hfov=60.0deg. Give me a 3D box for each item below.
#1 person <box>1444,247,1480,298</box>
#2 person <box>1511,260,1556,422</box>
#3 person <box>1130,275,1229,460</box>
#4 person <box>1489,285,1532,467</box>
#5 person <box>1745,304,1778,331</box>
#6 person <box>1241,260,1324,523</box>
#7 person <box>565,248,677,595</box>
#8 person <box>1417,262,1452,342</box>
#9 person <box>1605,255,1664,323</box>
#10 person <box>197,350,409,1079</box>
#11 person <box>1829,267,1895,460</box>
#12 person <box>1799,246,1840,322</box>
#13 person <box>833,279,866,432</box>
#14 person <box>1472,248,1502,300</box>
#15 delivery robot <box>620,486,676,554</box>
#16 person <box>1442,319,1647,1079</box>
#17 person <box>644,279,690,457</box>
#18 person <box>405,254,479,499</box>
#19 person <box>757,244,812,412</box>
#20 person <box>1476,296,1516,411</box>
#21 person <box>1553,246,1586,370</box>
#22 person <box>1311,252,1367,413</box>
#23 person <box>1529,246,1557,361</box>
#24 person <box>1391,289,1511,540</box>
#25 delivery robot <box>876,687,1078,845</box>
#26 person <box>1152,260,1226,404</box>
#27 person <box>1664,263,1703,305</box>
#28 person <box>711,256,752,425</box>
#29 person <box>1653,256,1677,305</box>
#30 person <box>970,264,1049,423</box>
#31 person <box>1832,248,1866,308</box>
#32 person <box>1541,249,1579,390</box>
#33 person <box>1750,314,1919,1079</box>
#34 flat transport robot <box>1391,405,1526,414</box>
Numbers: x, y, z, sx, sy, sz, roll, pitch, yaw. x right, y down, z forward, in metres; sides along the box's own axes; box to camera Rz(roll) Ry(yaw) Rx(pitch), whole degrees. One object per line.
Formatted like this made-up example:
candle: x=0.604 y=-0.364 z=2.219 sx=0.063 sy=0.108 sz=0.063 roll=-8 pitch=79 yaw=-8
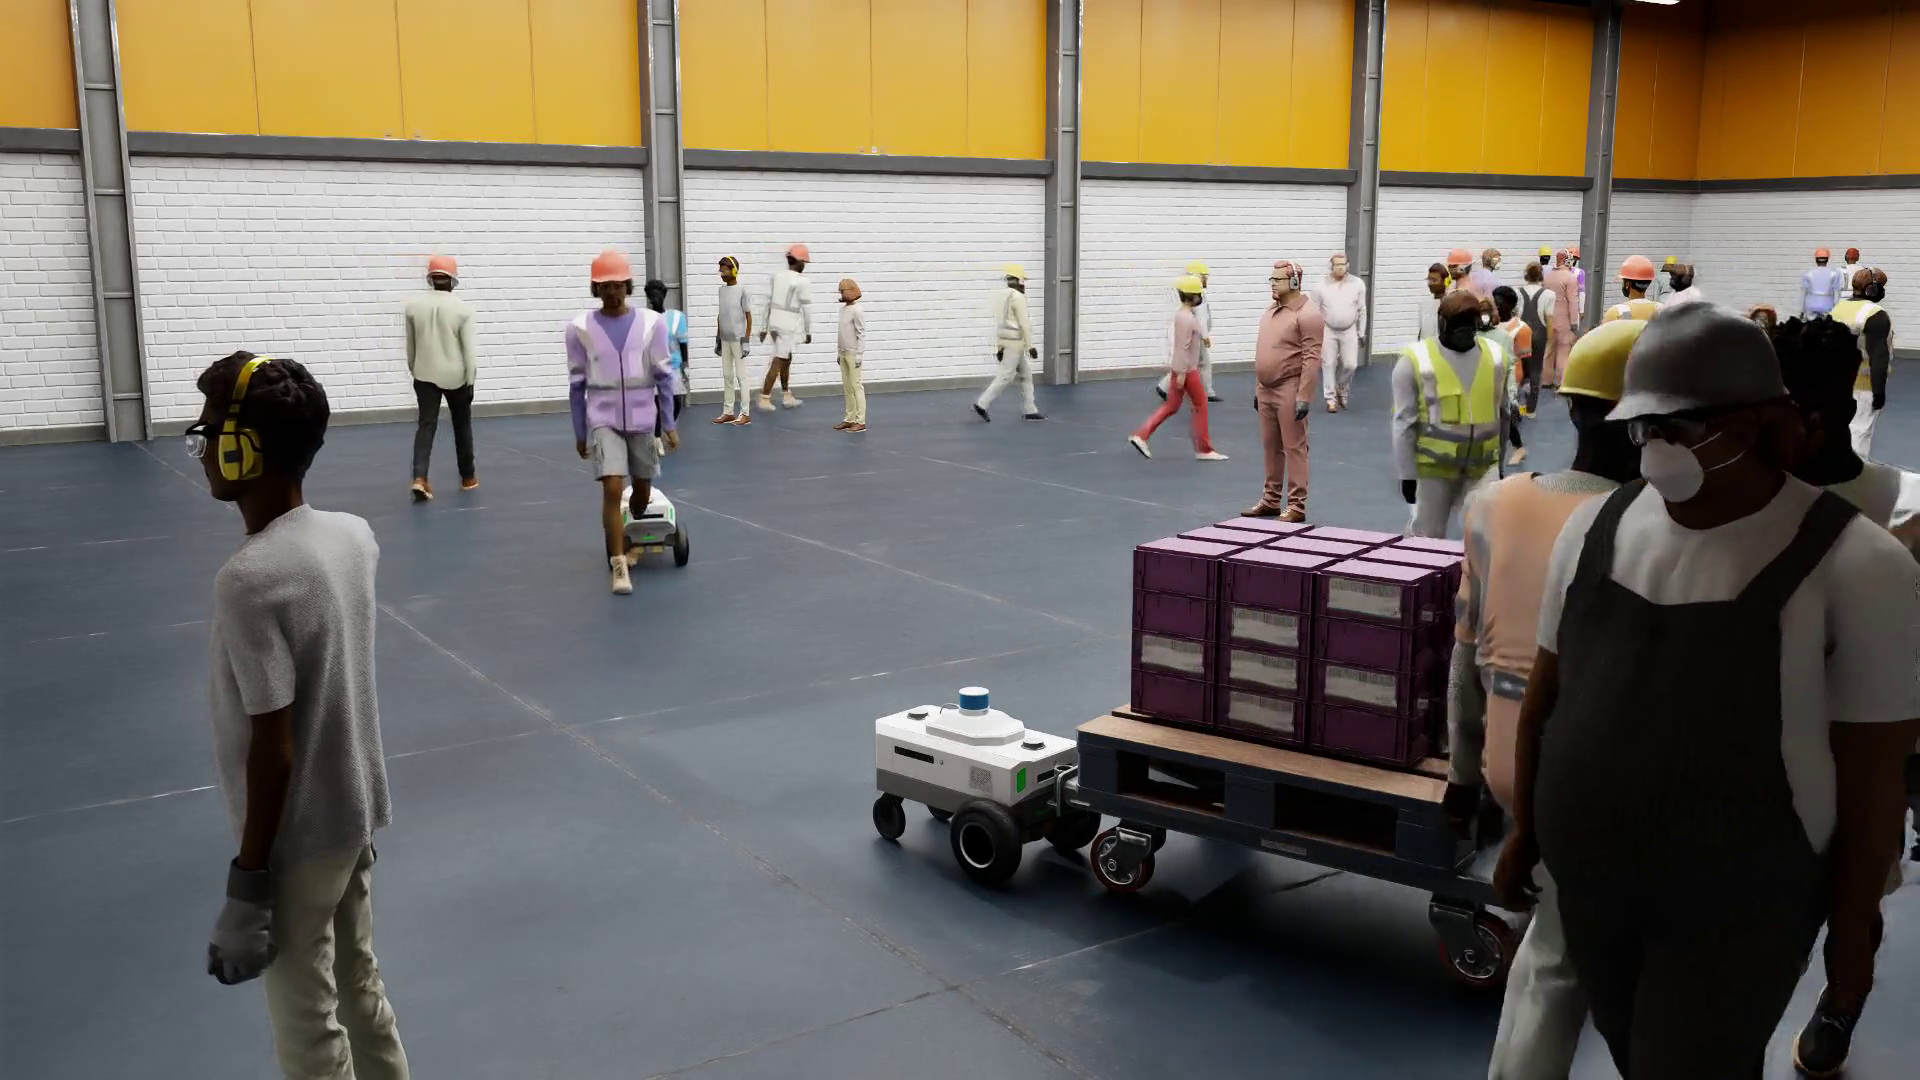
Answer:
person: x=4.824 y=-1.894 z=16.449 sx=0.913 sy=1.957 sz=0.634 roll=3 pitch=11 yaw=18
person: x=6.392 y=-2.226 z=18.702 sx=0.515 sy=1.822 sz=0.843 roll=5 pitch=11 yaw=24
person: x=2.047 y=-1.597 z=15.472 sx=0.860 sy=1.734 sz=0.522 roll=0 pitch=10 yaw=-1
person: x=4.870 y=-1.446 z=14.851 sx=0.837 sy=1.653 sz=0.521 roll=-5 pitch=12 yaw=-27
person: x=5.698 y=-0.890 z=11.937 sx=0.523 sy=1.614 sz=0.732 roll=3 pitch=11 yaw=17
person: x=2.347 y=-1.076 z=12.139 sx=0.408 sy=1.909 sz=0.642 roll=-5 pitch=11 yaw=-26
person: x=-2.031 y=-0.728 z=9.951 sx=0.617 sy=2.017 sz=0.884 roll=-3 pitch=11 yaw=-17
person: x=4.396 y=-1.604 z=15.196 sx=0.698 sy=1.853 sz=0.520 roll=-7 pitch=13 yaw=-34
person: x=5.019 y=-1.154 z=12.471 sx=0.545 sy=1.942 sz=0.354 roll=-3 pitch=11 yaw=-18
person: x=-1.257 y=0.583 z=3.144 sx=0.328 sy=1.873 sz=0.520 roll=1 pitch=10 yaw=3
person: x=7.017 y=-1.197 z=12.980 sx=0.429 sy=1.843 sz=0.633 roll=-1 pitch=10 yaw=-7
person: x=13.662 y=-3.697 z=26.458 sx=0.578 sy=1.923 sz=0.403 roll=5 pitch=12 yaw=27
person: x=-1.178 y=-1.971 z=17.791 sx=0.267 sy=1.632 sz=0.509 roll=-6 pitch=12 yaw=-29
person: x=6.655 y=-2.729 z=21.122 sx=0.376 sy=1.937 sz=0.629 roll=0 pitch=10 yaw=-2
delivery robot: x=-2.036 y=-0.177 z=10.659 sx=0.477 sy=0.478 sz=0.707 roll=-3 pitch=11 yaw=-17
person: x=1.315 y=0.499 z=3.487 sx=0.489 sy=1.906 sz=0.602 roll=-5 pitch=11 yaw=-25
person: x=-2.861 y=-1.644 z=15.850 sx=0.551 sy=1.681 sz=0.477 roll=-3 pitch=11 yaw=-14
person: x=-4.162 y=-1.307 z=13.320 sx=0.622 sy=1.955 sz=1.025 roll=0 pitch=10 yaw=1
person: x=-2.051 y=-2.512 z=19.804 sx=0.609 sy=1.971 sz=0.965 roll=10 pitch=14 yaw=43
person: x=4.220 y=-1.167 z=13.467 sx=0.526 sy=1.589 sz=0.818 roll=2 pitch=11 yaw=12
person: x=9.482 y=-3.605 z=25.948 sx=0.543 sy=1.928 sz=0.373 roll=9 pitch=13 yaw=39
person: x=4.477 y=-2.449 z=19.691 sx=0.676 sy=1.892 sz=0.427 roll=1 pitch=10 yaw=6
person: x=9.637 y=-3.892 z=27.518 sx=0.590 sy=1.926 sz=0.388 roll=-2 pitch=10 yaw=-8
person: x=2.507 y=-0.334 z=8.335 sx=0.643 sy=1.813 sz=0.776 roll=-1 pitch=10 yaw=-5
delivery robot: x=0.046 y=0.741 z=5.627 sx=0.707 sy=0.478 sz=0.477 roll=9 pitch=14 yaw=41
person: x=2.851 y=-2.574 z=20.663 sx=0.888 sy=1.802 sz=0.580 roll=1 pitch=10 yaw=3
person: x=7.743 y=-2.071 z=17.875 sx=0.931 sy=1.808 sz=0.618 roll=1 pitch=10 yaw=7
person: x=-2.524 y=-2.200 z=18.423 sx=0.521 sy=1.865 sz=0.328 roll=8 pitch=13 yaw=37
person: x=12.411 y=-4.101 z=29.190 sx=0.487 sy=1.736 sz=0.321 roll=6 pitch=12 yaw=28
person: x=0.537 y=-2.197 z=18.629 sx=0.896 sy=1.790 sz=0.603 roll=-2 pitch=11 yaw=-11
person: x=15.249 y=-4.059 z=28.554 sx=0.586 sy=1.882 sz=0.341 roll=-1 pitch=10 yaw=-5
person: x=8.208 y=-2.999 z=22.682 sx=0.410 sy=1.909 sz=0.643 roll=-4 pitch=11 yaw=-20
person: x=1.971 y=0.439 z=3.808 sx=0.634 sy=1.915 sz=0.946 roll=9 pitch=14 yaw=42
flat transport robot: x=5.798 y=-1.565 z=19.306 sx=1.431 sy=0.197 sz=0.652 roll=-4 pitch=11 yaw=-21
